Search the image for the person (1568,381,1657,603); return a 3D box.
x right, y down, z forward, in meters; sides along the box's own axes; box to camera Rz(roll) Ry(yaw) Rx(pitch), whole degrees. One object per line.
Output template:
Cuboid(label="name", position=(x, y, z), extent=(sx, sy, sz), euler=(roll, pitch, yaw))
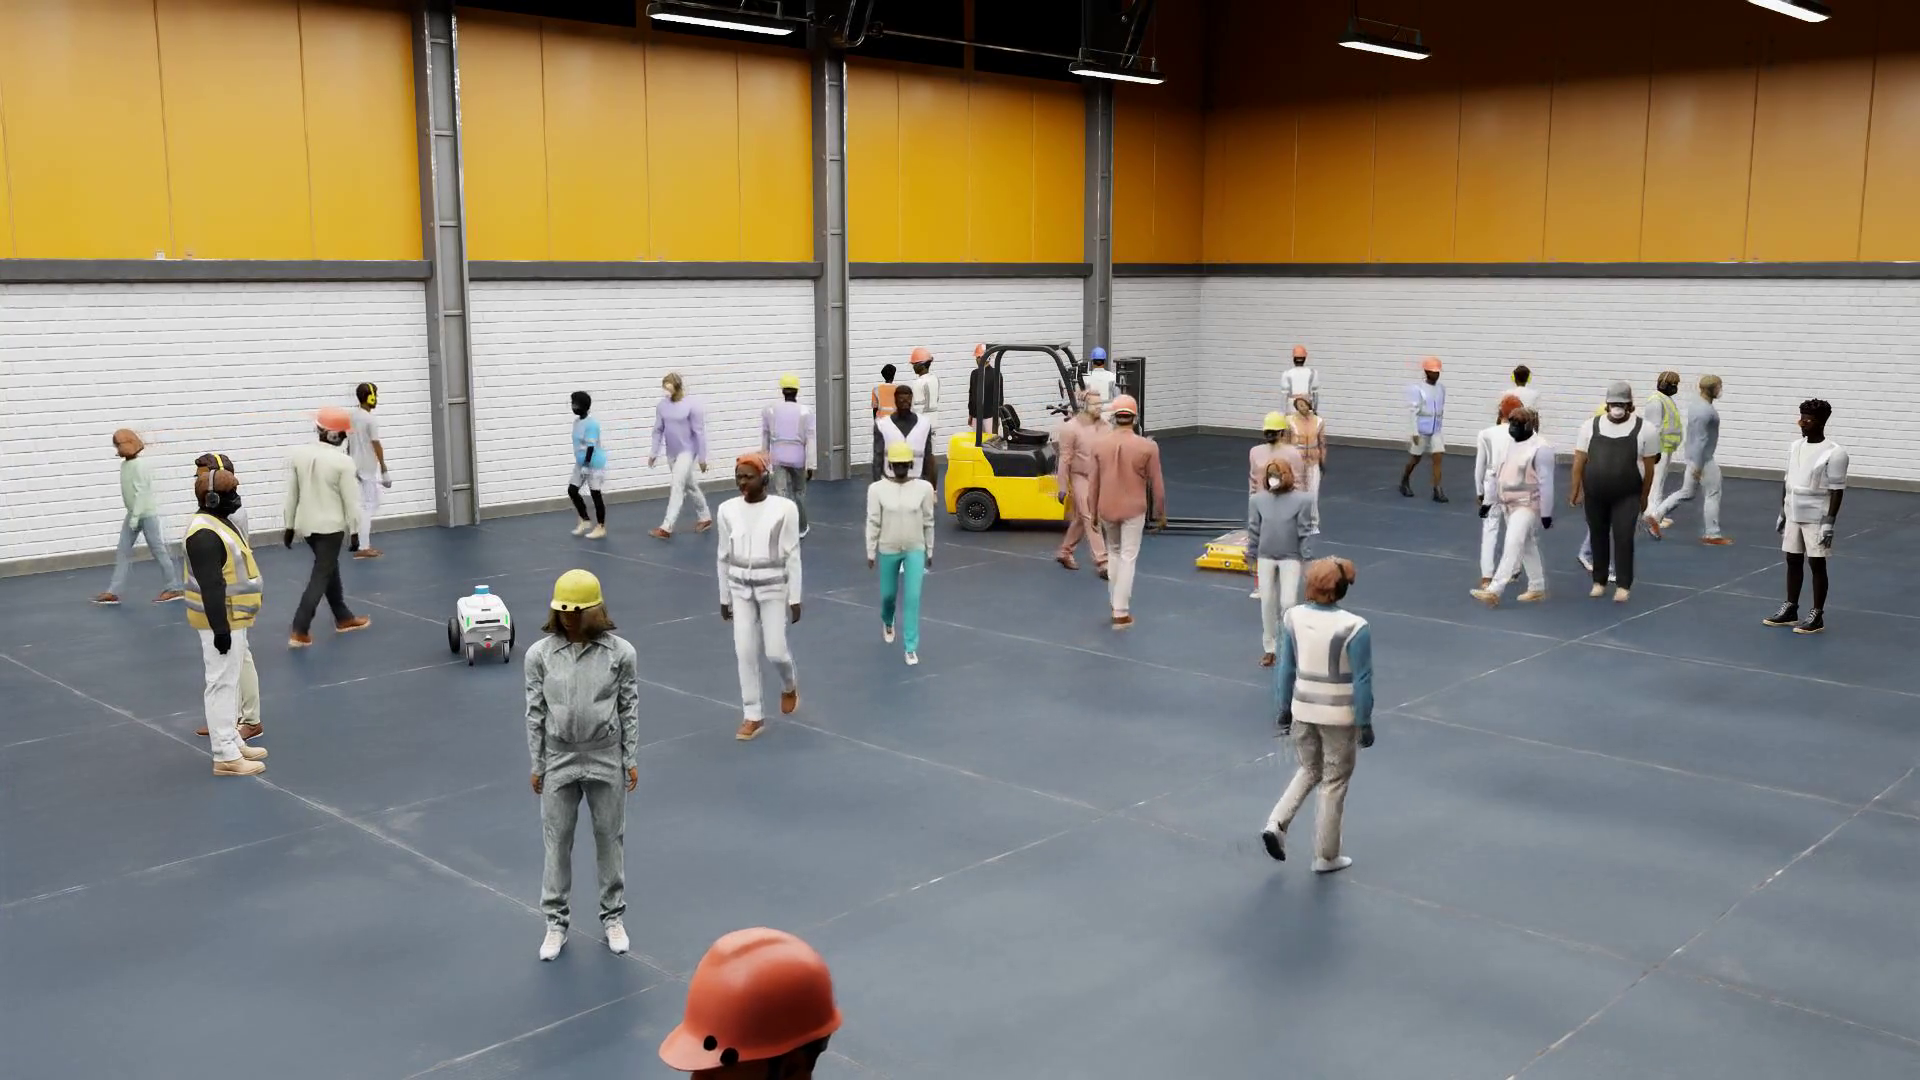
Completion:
Cuboid(label="person", position=(5.934, -0.455, 15.214), extent=(0.693, 2.000, 0.727), euler=(6, 11, 32))

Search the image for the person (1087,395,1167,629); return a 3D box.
Cuboid(label="person", position=(1.447, -0.255, 14.207), extent=(0.636, 1.959, 0.806), euler=(5, 10, 26))

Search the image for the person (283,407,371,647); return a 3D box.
Cuboid(label="person", position=(-5.179, -0.112, 13.491), extent=(0.652, 1.929, 0.990), euler=(4, 10, 22))

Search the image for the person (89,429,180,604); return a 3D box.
Cuboid(label="person", position=(-7.474, -0.193, 14.981), extent=(0.506, 1.594, 0.796), euler=(8, 12, 40))

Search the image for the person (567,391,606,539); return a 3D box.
Cuboid(label="person", position=(-4.188, -0.831, 18.638), extent=(0.480, 1.676, 0.523), euler=(-8, 12, -40))

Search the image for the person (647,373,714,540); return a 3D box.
Cuboid(label="person", position=(-3.159, -0.952, 18.835), extent=(0.623, 1.878, 1.100), euler=(7, 11, 35))

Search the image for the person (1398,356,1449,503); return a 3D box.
Cuboid(label="person", position=(6.121, -1.473, 21.886), extent=(0.546, 1.908, 0.913), euler=(-3, 10, -19))

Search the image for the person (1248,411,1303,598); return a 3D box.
Cuboid(label="person", position=(2.964, -0.340, 15.444), extent=(0.522, 1.749, 0.633), euler=(6, 11, 35))

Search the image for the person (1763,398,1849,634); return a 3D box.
Cuboid(label="person", position=(7.089, -0.205, 13.908), extent=(0.367, 1.966, 0.606), euler=(-3, 10, -17))

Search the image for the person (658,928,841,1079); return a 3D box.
Cuboid(label="person", position=(-0.325, 1.604, 2.907), extent=(0.366, 1.935, 0.555), euler=(-8, 12, -41))

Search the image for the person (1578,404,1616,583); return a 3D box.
Cuboid(label="person", position=(6.355, -0.496, 16.427), extent=(0.523, 1.726, 0.869), euler=(-2, 10, -14))

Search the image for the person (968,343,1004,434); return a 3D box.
Cuboid(label="person", position=(0.337, -1.766, 23.388), extent=(0.385, 1.993, 0.624), euler=(-9, 13, -44))

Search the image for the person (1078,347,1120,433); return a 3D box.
Cuboid(label="person", position=(1.942, -1.711, 23.196), extent=(0.605, 1.948, 0.384), euler=(0, 9, 2))

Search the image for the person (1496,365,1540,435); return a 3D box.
Cuboid(label="person", position=(7.105, -1.319, 21.235), extent=(0.540, 1.816, 0.962), euler=(2, 9, 10))

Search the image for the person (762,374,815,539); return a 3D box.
Cuboid(label="person", position=(-1.876, -0.883, 18.306), extent=(0.608, 1.877, 0.963), euler=(0, 9, 0))

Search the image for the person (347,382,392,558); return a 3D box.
Cuboid(label="person", position=(-6.217, -0.726, 17.477), extent=(0.526, 1.848, 0.445), euler=(9, 13, 44))

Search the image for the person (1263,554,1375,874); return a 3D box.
Cuboid(label="person", position=(1.792, 0.884, 8.268), extent=(0.438, 1.626, 0.520), euler=(-7, 12, -37))

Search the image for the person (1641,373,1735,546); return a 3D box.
Cuboid(label="person", position=(8.054, -0.887, 18.298), extent=(0.896, 1.912, 0.627), euler=(2, 10, 14))

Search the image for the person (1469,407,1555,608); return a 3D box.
Cuboid(label="person", position=(4.981, -0.295, 14.979), extent=(0.942, 1.792, 0.638), euler=(-3, 10, -16))

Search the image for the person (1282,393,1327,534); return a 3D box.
Cuboid(label="person", position=(3.949, -0.898, 19.198), extent=(0.536, 1.620, 0.567), euler=(-1, 9, -6))

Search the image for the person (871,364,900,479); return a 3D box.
Cuboid(label="person", position=(-1.002, -1.642, 23.565), extent=(0.532, 1.694, 0.320), euler=(3, 10, 19))

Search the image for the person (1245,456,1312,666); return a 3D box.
Cuboid(label="person", position=(2.428, 0.164, 12.704), extent=(0.525, 1.618, 0.369), euler=(5, 10, 27))

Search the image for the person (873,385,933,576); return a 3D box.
Cuboid(label="person", position=(-0.539, -0.569, 16.375), extent=(0.626, 1.880, 0.910), euler=(-2, 9, -11))

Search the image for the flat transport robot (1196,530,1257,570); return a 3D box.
Cuboid(label="flat transport robot", position=(2.989, 0.095, 17.256), extent=(0.652, 0.197, 1.431), euler=(5, 10, 26))

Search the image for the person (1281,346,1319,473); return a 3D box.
Cuboid(label="person", position=(5.087, -1.961, 24.944), extent=(0.551, 1.885, 1.008), euler=(1, 9, 9))

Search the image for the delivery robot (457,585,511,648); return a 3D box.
Cuboid(label="delivery robot", position=(-3.727, 0.600, 13.003), extent=(0.477, 0.478, 0.707), euler=(-4, 10, -21))

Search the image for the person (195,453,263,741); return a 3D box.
Cuboid(label="person", position=(-4.730, 0.370, 10.677), extent=(0.508, 1.872, 0.329), euler=(8, 12, 41))

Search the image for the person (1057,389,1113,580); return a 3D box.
Cuboid(label="person", position=(1.279, -0.566, 16.469), extent=(0.659, 1.862, 1.016), euler=(-8, 12, -40))

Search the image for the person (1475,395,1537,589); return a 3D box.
Cuboid(label="person", position=(5.186, -0.456, 15.841), extent=(0.599, 1.837, 0.972), euler=(6, 11, 31))

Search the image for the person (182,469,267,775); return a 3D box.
Cuboid(label="person", position=(-4.426, 0.489, 10.039), extent=(0.429, 1.844, 0.626), euler=(-3, 10, -18))

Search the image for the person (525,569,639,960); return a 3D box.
Cuboid(label="person", position=(-1.653, 0.981, 7.326), extent=(0.487, 1.741, 0.313), euler=(-2, 9, -12))

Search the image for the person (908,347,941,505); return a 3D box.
Cuboid(label="person", position=(-0.476, -1.427, 21.171), extent=(0.372, 2.044, 0.608), euler=(4, 10, 22))

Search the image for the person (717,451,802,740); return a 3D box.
Cuboid(label="person", position=(-1.287, 0.343, 10.842), extent=(0.591, 1.869, 0.570), euler=(2, 10, 15))

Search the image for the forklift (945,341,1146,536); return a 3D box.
Cuboid(label="forklift", position=(0.977, -1.223, 19.452), extent=(2.313, 2.155, 1.214), euler=(2, 9, 11))

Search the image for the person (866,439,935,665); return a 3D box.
Cuboid(label="person", position=(-0.468, 0.059, 13.001), extent=(0.534, 1.744, 0.745), euler=(-1, 9, -5))

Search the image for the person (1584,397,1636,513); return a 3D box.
Cuboid(label="person", position=(7.953, -1.057, 20.261), extent=(0.827, 1.589, 0.518), euler=(-9, 13, -43))

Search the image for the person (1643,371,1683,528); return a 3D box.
Cuboid(label="person", position=(8.280, -1.069, 19.610), extent=(0.429, 1.837, 0.621), euler=(6, 11, 33))
